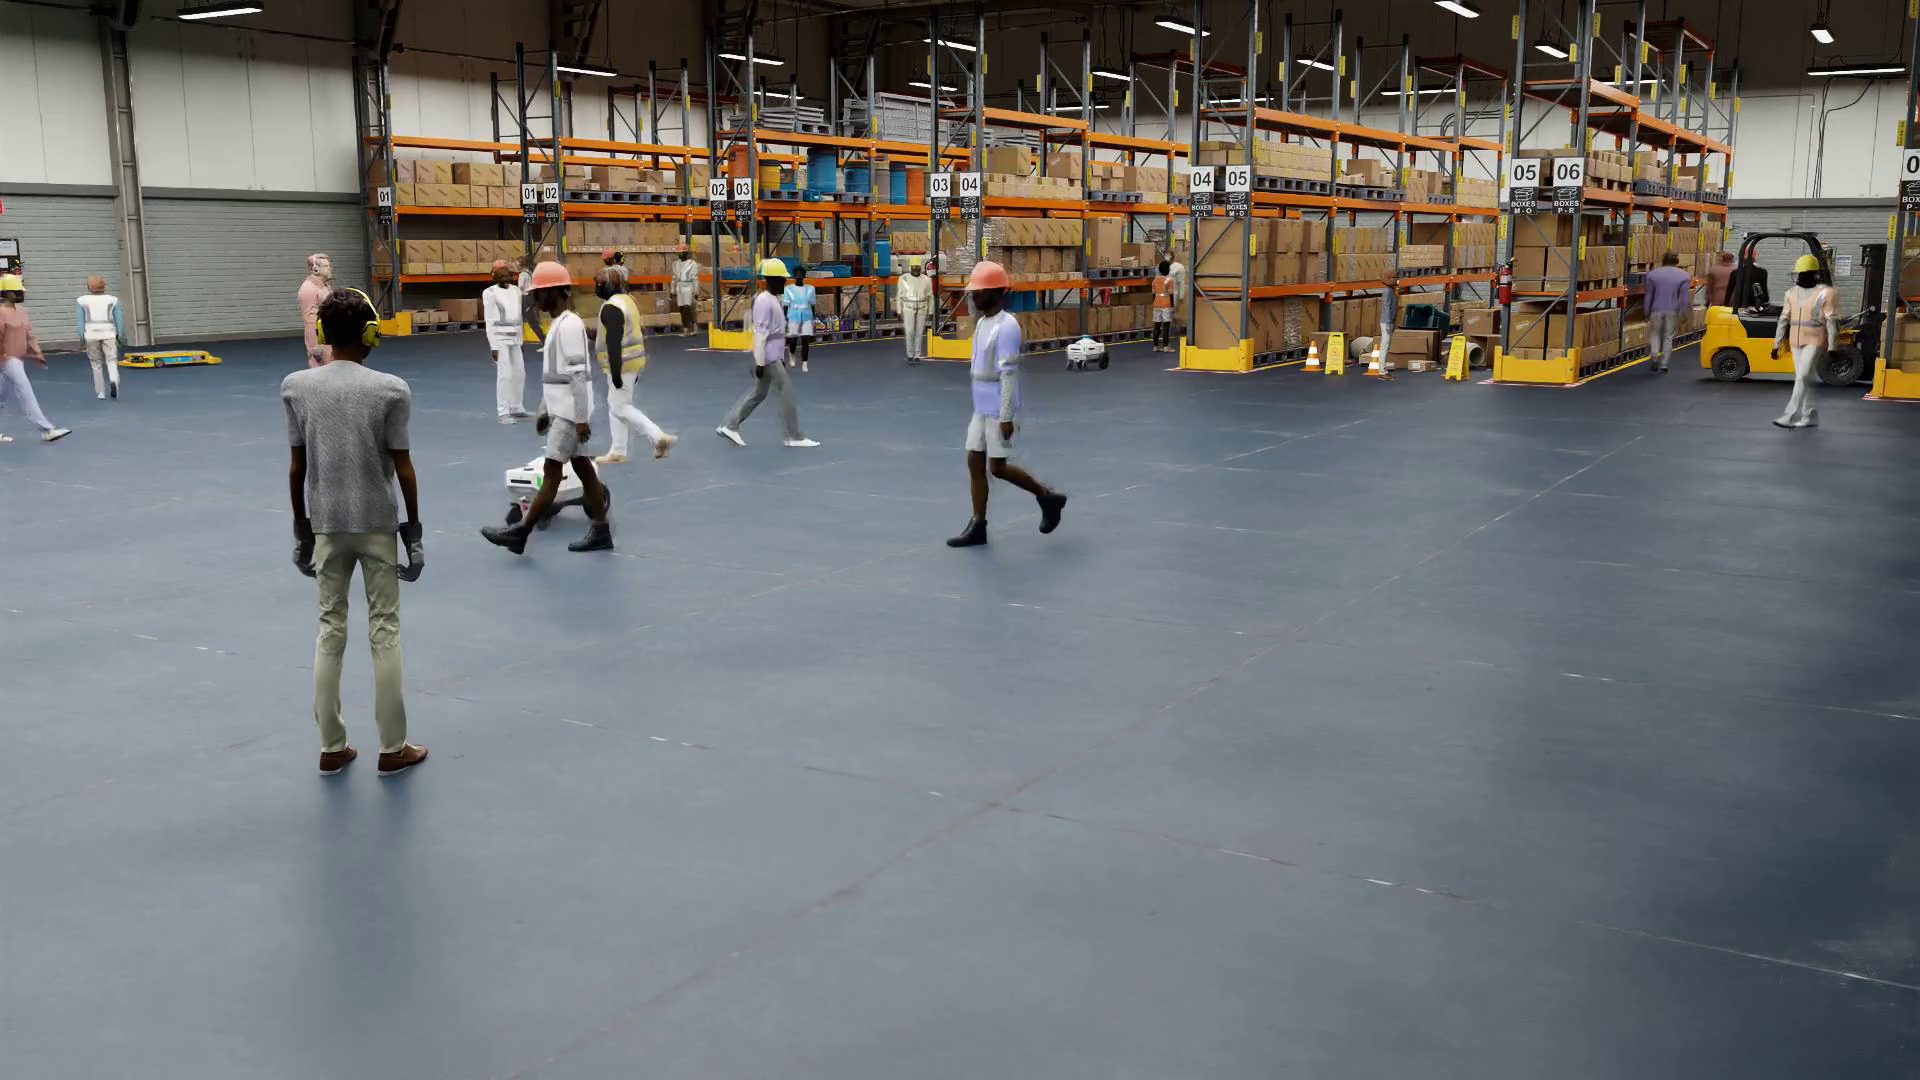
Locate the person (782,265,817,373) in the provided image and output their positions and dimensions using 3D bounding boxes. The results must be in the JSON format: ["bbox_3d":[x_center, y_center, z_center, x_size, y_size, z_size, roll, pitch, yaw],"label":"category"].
[{"bbox_3d":[-2.523,-3.471,26.146,0.536,1.686,0.428,-2,10,-13],"label":"person"}]

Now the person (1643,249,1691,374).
[{"bbox_3d":[10.980,-3.539,25.830,0.663,1.920,0.568,5,11,28],"label":"person"}]

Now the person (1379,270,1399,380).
[{"bbox_3d":[6.393,-3.205,24.784,0.285,1.633,0.498,3,11,18],"label":"person"}]

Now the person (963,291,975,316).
[{"bbox_3d":[0.315,-4.665,32.691,0.488,1.731,0.398,6,12,29],"label":"person"}]

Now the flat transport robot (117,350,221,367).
[{"bbox_3d":[-13.059,-3.000,27.450,0.652,0.197,1.431,8,13,37],"label":"flat transport robot"}]

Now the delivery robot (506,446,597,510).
[{"bbox_3d":[-2.952,-0.438,12.040,0.477,0.478,0.707,5,11,24],"label":"delivery robot"}]

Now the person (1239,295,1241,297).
[{"bbox_3d":[5.729,-4.683,32.277,0.621,1.921,1.010,4,11,24],"label":"person"}]

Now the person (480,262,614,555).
[{"bbox_3d":[-2.694,-0.832,10.783,0.931,1.900,0.557,-3,11,-16],"label":"person"}]

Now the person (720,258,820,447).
[{"bbox_3d":[-1.936,-1.850,16.511,0.987,1.886,0.597,0,10,-1],"label":"person"}]

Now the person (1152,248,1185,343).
[{"bbox_3d":[4.251,-4.983,33.924,0.633,1.924,0.475,7,12,33],"label":"person"}]

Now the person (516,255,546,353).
[{"bbox_3d":[-8.002,-4.342,30.709,0.958,1.805,0.535,0,10,-2],"label":"person"}]

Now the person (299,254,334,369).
[{"bbox_3d":[-6.815,-2.100,17.855,0.402,1.906,0.667,-1,10,-6],"label":"person"}]

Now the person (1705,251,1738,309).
[{"bbox_3d":[14.896,-4.695,32.458,0.649,1.873,0.897,6,12,29],"label":"person"}]

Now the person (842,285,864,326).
[{"bbox_3d":[-2.490,-5.616,38.391,0.508,1.594,0.863,5,11,24],"label":"person"}]

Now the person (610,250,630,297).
[{"bbox_3d":[-6.777,-4.838,33.256,0.520,1.876,0.326,6,12,31],"label":"person"}]

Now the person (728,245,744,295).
[{"bbox_3d":[-5.806,-6.619,42.950,0.642,1.968,0.690,9,13,40],"label":"person"}]

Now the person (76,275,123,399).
[{"bbox_3d":[-11.074,-2.601,21.440,0.521,1.620,0.608,-6,12,-30],"label":"person"}]

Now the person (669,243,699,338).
[{"bbox_3d":[-5.914,-5.336,35.621,0.614,2.023,0.411,6,12,30],"label":"person"}]

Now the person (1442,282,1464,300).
[{"bbox_3d":[12.035,-6.172,40.908,0.891,1.798,0.671,3,10,15],"label":"person"}]

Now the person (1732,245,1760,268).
[{"bbox_3d":[16.391,-5.184,34.845,0.622,2.005,1.000,6,12,30],"label":"person"}]

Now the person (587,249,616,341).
[{"bbox_3d":[-7.176,-4.967,33.925,0.939,1.888,0.564,-10,14,-44],"label":"person"}]

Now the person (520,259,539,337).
[{"bbox_3d":[-9.136,-5.211,35.528,0.600,1.812,0.750,7,12,34],"label":"person"}]

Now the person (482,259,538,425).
[{"bbox_3d":[-5.067,-2.213,18.616,0.379,1.850,0.716,4,11,22],"label":"person"}]

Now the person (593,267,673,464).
[{"bbox_3d":[-2.998,-1.571,15.142,0.677,1.814,0.670,0,10,1],"label":"person"}]

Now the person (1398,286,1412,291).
[{"bbox_3d":[10.310,-5.885,39.251,0.662,1.821,0.673,6,12,31],"label":"person"}]

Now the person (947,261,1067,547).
[{"bbox_3d":[0.299,-0.899,11.108,0.742,1.915,0.543,-4,11,-21],"label":"person"}]

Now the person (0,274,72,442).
[{"bbox_3d":[-9.573,-1.836,16.914,0.947,1.708,0.529,-1,10,-5],"label":"person"}]

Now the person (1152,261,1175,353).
[{"bbox_3d":[3.766,-4.301,30.747,0.318,1.697,0.535,-8,13,-38],"label":"person"}]

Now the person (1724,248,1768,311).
[{"bbox_3d":[13.544,-4.060,28.720,0.652,1.935,1.041,7,13,36],"label":"person"}]

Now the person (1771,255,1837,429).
[{"bbox_3d":[9.128,-2.144,18.119,0.921,1.885,0.625,-5,11,-25],"label":"person"}]

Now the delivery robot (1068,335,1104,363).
[{"bbox_3d":[2.018,-3.045,26.644,0.477,0.478,0.707,6,12,32],"label":"delivery robot"}]

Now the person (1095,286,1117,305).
[{"bbox_3d":[3.729,-6.378,42.308,0.544,1.713,0.902,5,11,27],"label":"person"}]

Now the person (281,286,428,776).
[{"bbox_3d":[-2.294,-0.022,6.329,0.509,1.863,0.311,0,10,1],"label":"person"}]

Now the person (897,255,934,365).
[{"bbox_3d":[-0.718,-3.807,27.647,0.620,1.809,0.732,-2,10,-11],"label":"person"}]
